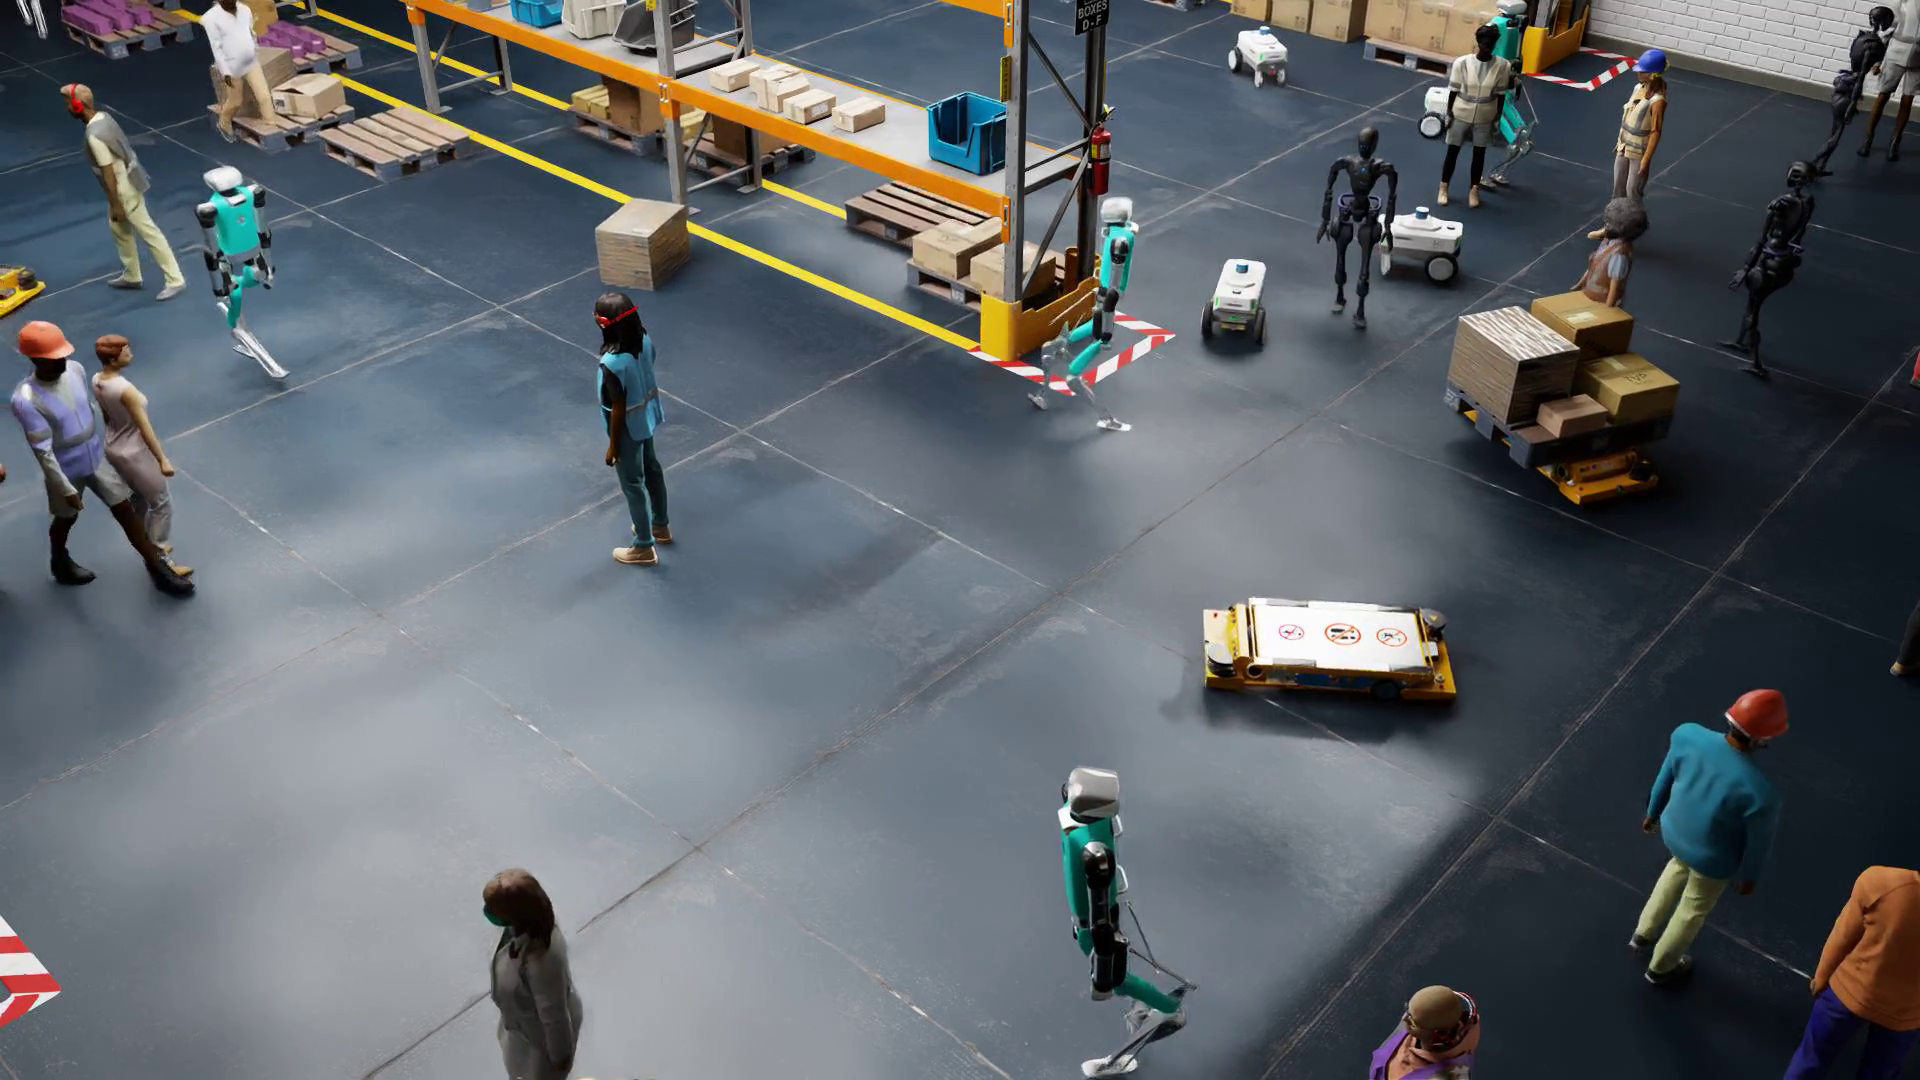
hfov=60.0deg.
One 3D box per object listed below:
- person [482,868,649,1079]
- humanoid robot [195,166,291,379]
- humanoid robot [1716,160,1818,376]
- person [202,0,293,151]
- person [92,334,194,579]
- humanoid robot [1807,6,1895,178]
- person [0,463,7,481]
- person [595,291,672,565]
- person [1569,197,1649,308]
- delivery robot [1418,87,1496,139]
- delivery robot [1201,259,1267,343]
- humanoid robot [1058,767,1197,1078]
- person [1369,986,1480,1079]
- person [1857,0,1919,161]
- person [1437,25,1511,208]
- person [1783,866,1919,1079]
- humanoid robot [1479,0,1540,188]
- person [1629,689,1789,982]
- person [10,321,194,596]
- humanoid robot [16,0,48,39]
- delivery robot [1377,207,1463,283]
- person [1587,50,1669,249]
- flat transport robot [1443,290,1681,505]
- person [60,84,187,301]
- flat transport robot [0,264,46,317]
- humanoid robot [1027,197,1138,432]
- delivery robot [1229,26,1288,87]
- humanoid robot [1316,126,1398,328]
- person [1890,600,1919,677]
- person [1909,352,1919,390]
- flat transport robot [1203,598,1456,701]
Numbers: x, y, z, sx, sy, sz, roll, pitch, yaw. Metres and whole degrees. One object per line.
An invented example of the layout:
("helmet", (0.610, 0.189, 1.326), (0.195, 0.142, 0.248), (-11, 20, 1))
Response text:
("person", (-1.645, 1.932, 6.802), (0.520, 1.647, 0.495), (-17, 38, -23))
("humanoid robot", (-5.448, -2.006, 12.423), (1.004, 1.719, 0.535), (22, 40, 28))
("humanoid robot", (6.124, -2.082, 12.615), (0.613, 1.644, 0.609), (-19, 39, -25))
("person", (-7.098, -4.692, 16.320), (0.785, 1.724, 0.558), (20, 39, 27))
("person", (-5.130, -0.510, 10.330), (0.502, 1.648, 0.330), (23, 41, 30))
("humanoid robot", (8.310, -4.201, 15.664), (0.473, 1.647, 0.603), (12, 37, 17))
("person", (-6.263, -0.471, 10.150), (0.705, 1.785, 0.788), (-19, 39, -26))
("person", (-2.050, -0.691, 10.405), (0.379, 1.865, 0.539), (10, 36, 14))
("person", (4.563, -1.717, 12.069), (0.566, 1.662, 0.532), (14, 37, 19))
("delivery robot", (5.079, -4.360, 16.858), (0.750, 0.575, 0.499), (14, 37, 20))
("delivery robot", (2.231, -1.941, 13.388), (0.523, 0.614, 0.785), (9, 36, 13))
("humanoid robot", (0.736, 1.733, 7.109), (0.716, 1.911, 0.551), (-5, 35, -6))
("person", (1.686, 2.275, 6.259), (0.347, 1.693, 0.495), (-3, 35, -5))
("person", (9.147, -4.639, 16.077), (0.547, 1.926, 0.379), (14, 37, 20))
("person", (4.674, -3.857, 15.145), (0.533, 1.692, 0.320), (7, 35, 9))
("person", (3.711, 1.820, 6.679), (0.516, 1.974, 0.398), (19, 39, 26))
("humanoid robot", (5.109, -4.079, 15.359), (0.530, 1.715, 0.717), (-21, 40, -27))
("person", (3.418, 1.347, 7.566), (0.403, 1.729, 0.585), (-18, 38, -24))
("person", (-5.367, -0.479, 10.090), (1.015, 1.889, 0.551), (12, 37, 17))
("humanoid robot", (-11.025, -6.776, 19.353), (0.542, 1.798, 0.833), (-14, 37, -19))
("delivery robot", (3.954, -2.551, 14.264), (0.777, 0.605, 0.508), (10, 36, 14))
("person", (5.791, -3.342, 14.323), (0.322, 1.775, 0.478), (-6, 35, -8))
("flat transport robot", (4.249, -0.742, 11.885), (0.659, 0.231, 1.431), (-12, 36, -17))
("person", (-6.857, -2.824, 13.551), (0.642, 1.805, 0.570), (-14, 37, -19))
("flat transport robot", (-8.469, -2.099, 13.851), (1.431, 0.231, 0.659), (8, 35, 11))
("humanoid robot", (0.797, -1.596, 11.864), (0.949, 1.785, 0.532), (5, 35, 7))
("delivery robot", (3.320, -5.347, 18.297), (0.499, 0.585, 0.772), (-8, 35, -11))
("humanoid robot", (3.167, -2.531, 13.248), (0.608, 1.632, 0.480), (9, 36, 13))
("person", (5.698, 0.079, 9.311), (0.346, 1.844, 0.506), (-14, 37, -19))
("person", (7.441, -1.925, 12.282), (0.308, 1.768, 0.521), (21, 40, 28))
("flat transport robot", (2.175, 0.645, 9.875), (1.431, 0.231, 0.659), (3, 35, 4))
